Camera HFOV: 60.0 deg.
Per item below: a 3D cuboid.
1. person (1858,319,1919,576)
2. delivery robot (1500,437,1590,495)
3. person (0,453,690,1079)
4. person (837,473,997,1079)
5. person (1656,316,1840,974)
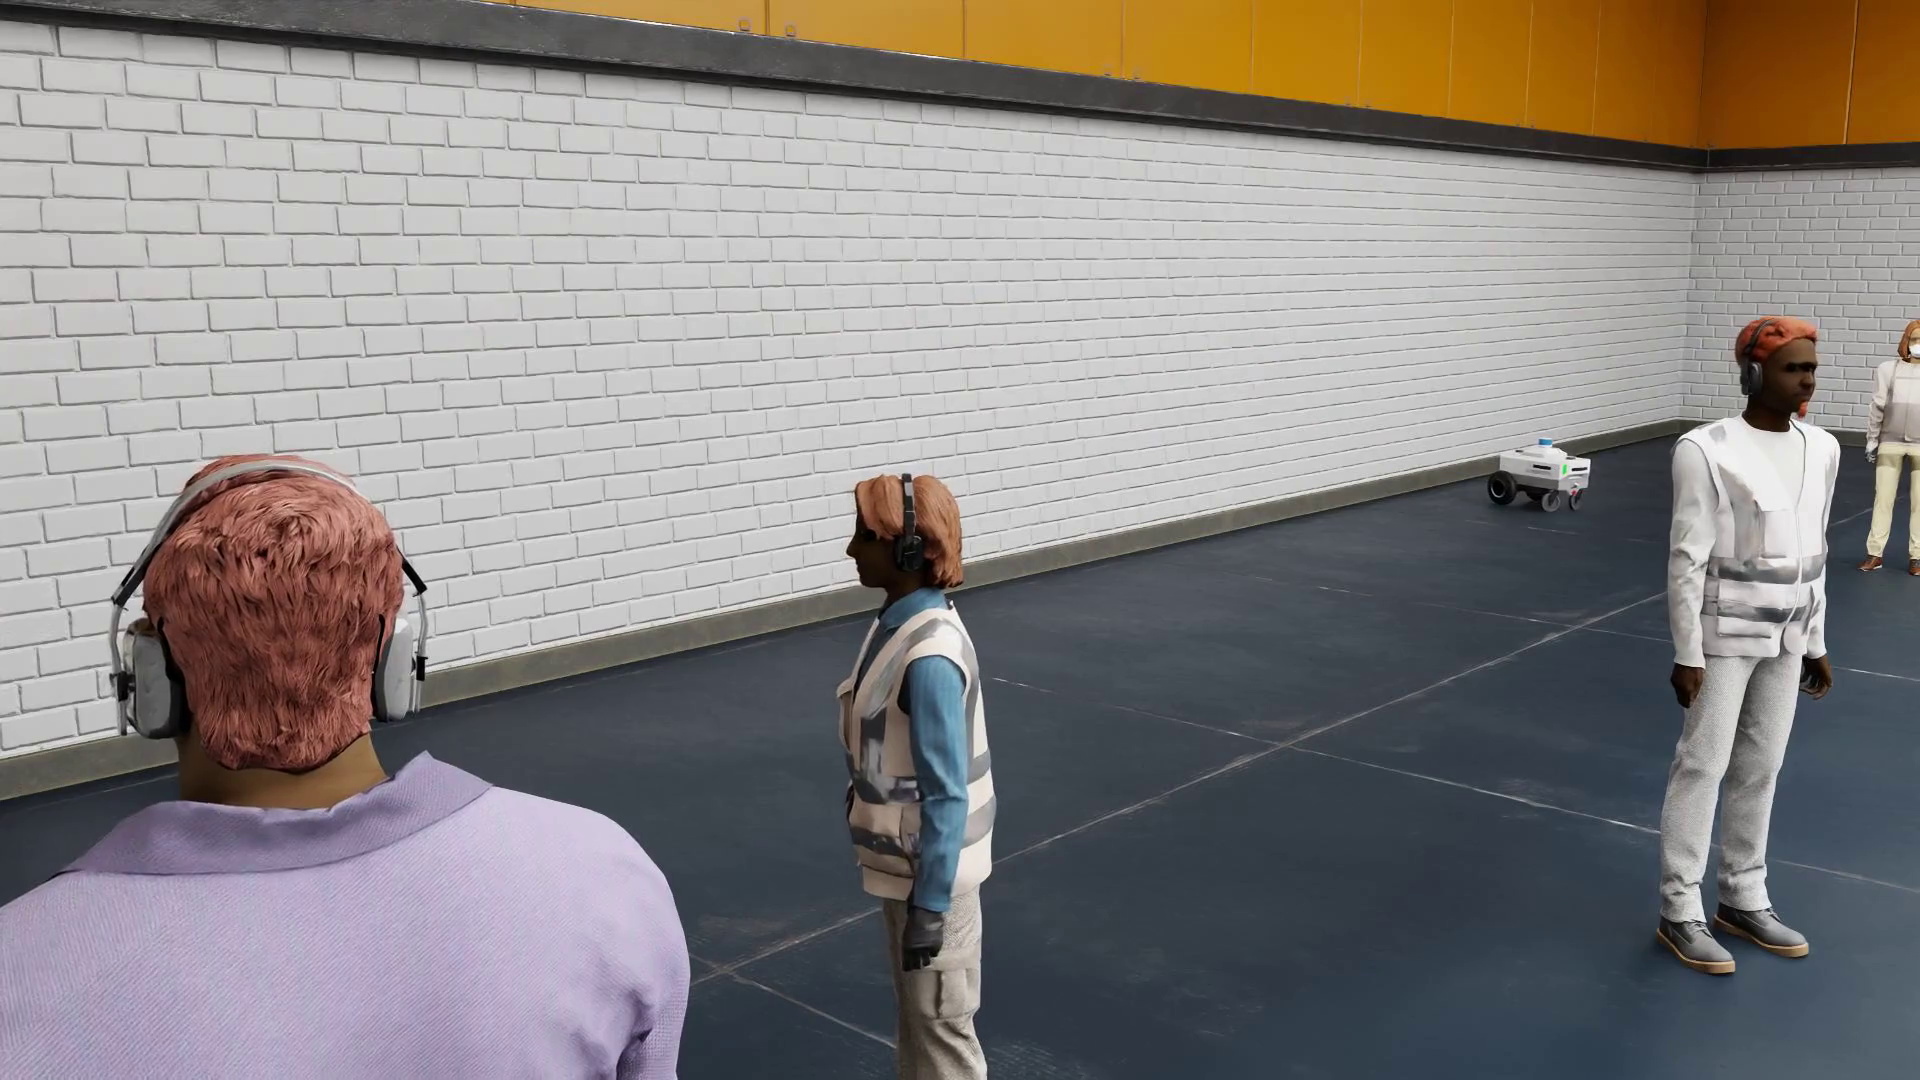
[{"bbox_3d":[6.044,-0.589,10.593,0.498,1.634,0.281,8,13,38],"label":"person"},{"bbox_3d":[4.685,-0.578,13.335,0.477,0.478,0.707,-6,11,-29],"label":"delivery robot"},{"bbox_3d":[-0.554,0.875,1.483,0.641,1.908,0.407,-7,12,-36],"label":"person"},{"bbox_3d":[-0.084,0.675,3.377,0.313,1.641,0.514,-2,10,-10],"label":"person"},{"bbox_3d":[2.289,0.301,4.817,0.576,1.884,0.355,-4,11,-22],"label":"person"}]
